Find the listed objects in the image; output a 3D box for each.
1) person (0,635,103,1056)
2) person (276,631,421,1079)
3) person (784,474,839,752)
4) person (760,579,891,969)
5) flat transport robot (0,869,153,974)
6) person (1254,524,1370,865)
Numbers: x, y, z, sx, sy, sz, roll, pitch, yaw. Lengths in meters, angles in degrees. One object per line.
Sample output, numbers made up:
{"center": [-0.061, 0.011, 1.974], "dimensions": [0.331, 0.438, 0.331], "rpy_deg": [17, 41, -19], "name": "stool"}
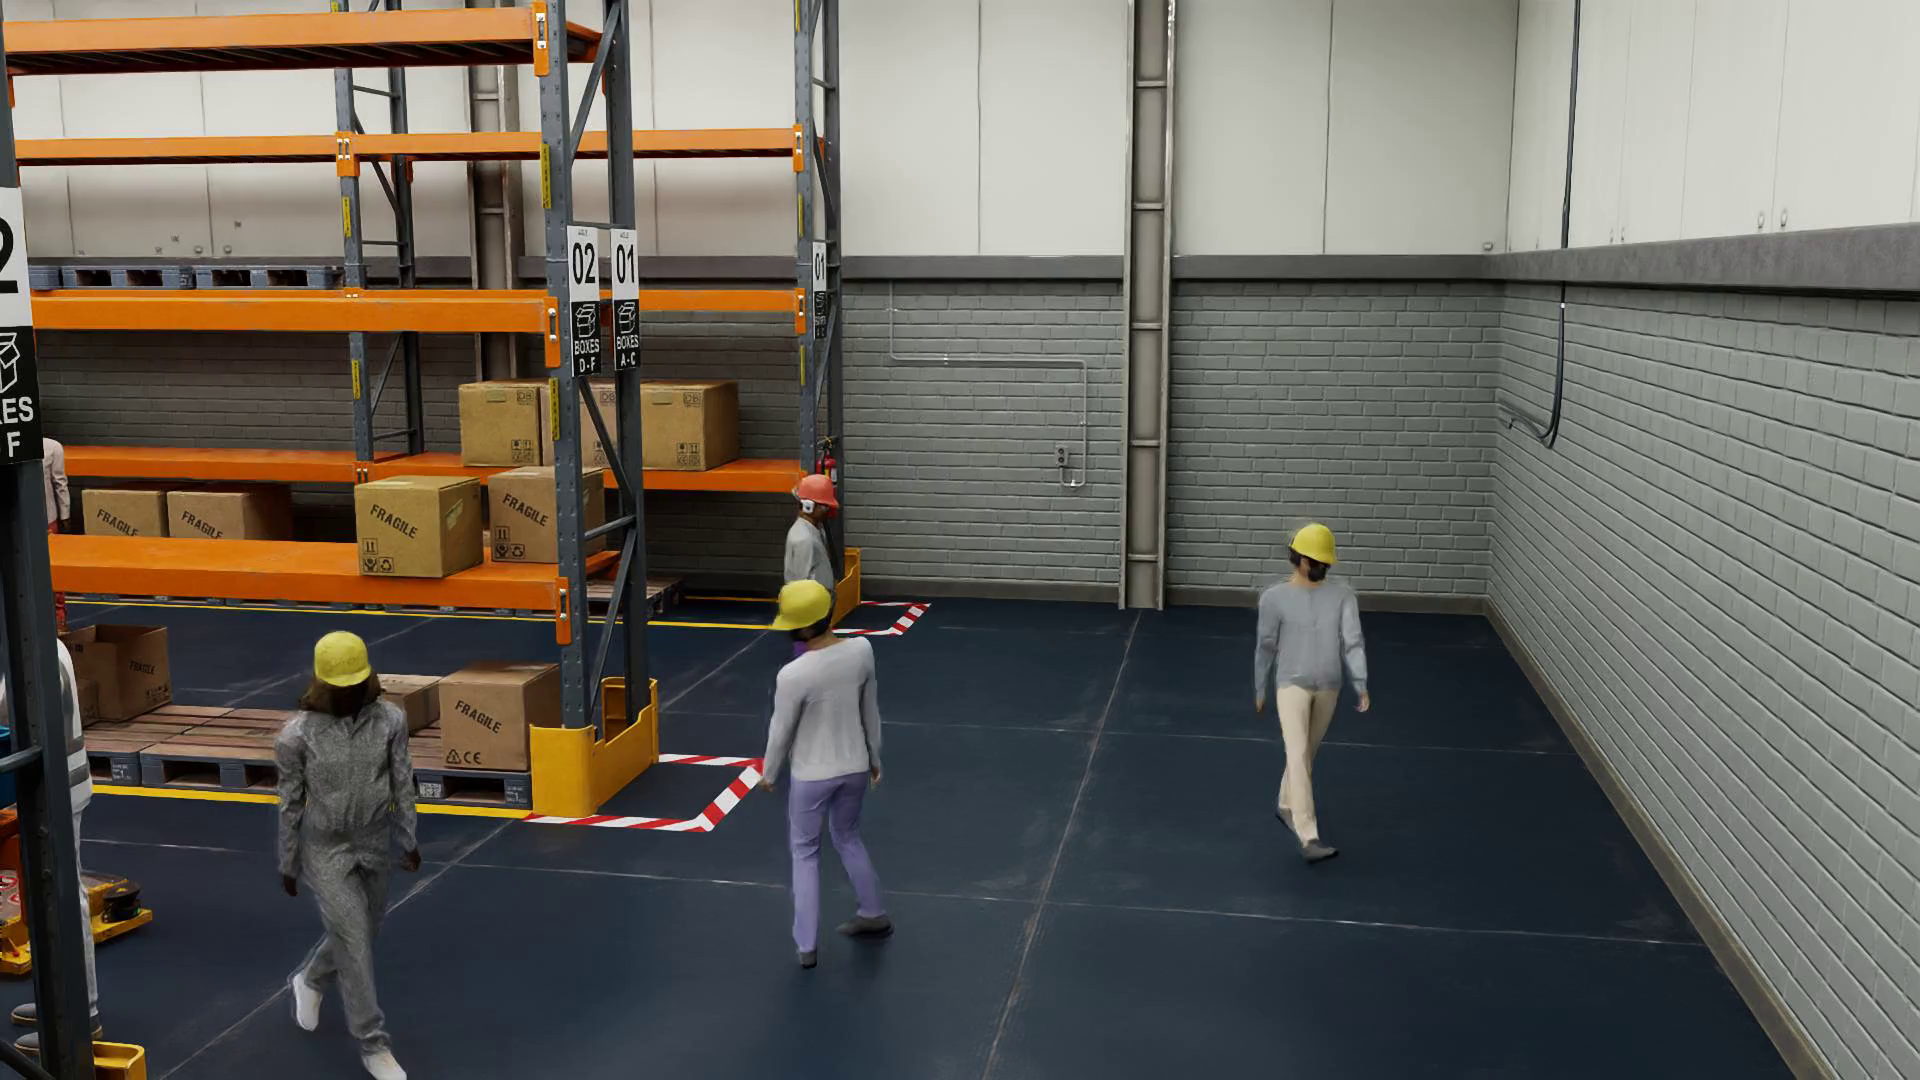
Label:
{"center": [-3.538, 1.025, 6.406], "dimensions": [0.353, 1.886, 0.573], "rpy_deg": [-5, 10, -28], "name": "person"}
{"center": [-2.343, 1.139, 6.278], "dimensions": [0.749, 1.702, 0.494], "rpy_deg": [8, 12, 42], "name": "person"}
{"center": [-0.923, 0.456, 10.378], "dimensions": [0.361, 1.750, 0.581], "rpy_deg": [-1, 9, -5], "name": "person"}
{"center": [-0.547, 0.988, 7.180], "dimensions": [0.655, 1.708, 0.379], "rpy_deg": [-7, 12, -39], "name": "person"}
{"center": [-4.448, 1.646, 7.542], "dimensions": [1.431, 0.197, 0.652], "rpy_deg": [4, 10, 24], "name": "flat transport robot"}
{"center": [1.816, 0.771, 8.550], "dimensions": [0.522, 1.699, 0.964], "rpy_deg": [-2, 9, -14], "name": "person"}
